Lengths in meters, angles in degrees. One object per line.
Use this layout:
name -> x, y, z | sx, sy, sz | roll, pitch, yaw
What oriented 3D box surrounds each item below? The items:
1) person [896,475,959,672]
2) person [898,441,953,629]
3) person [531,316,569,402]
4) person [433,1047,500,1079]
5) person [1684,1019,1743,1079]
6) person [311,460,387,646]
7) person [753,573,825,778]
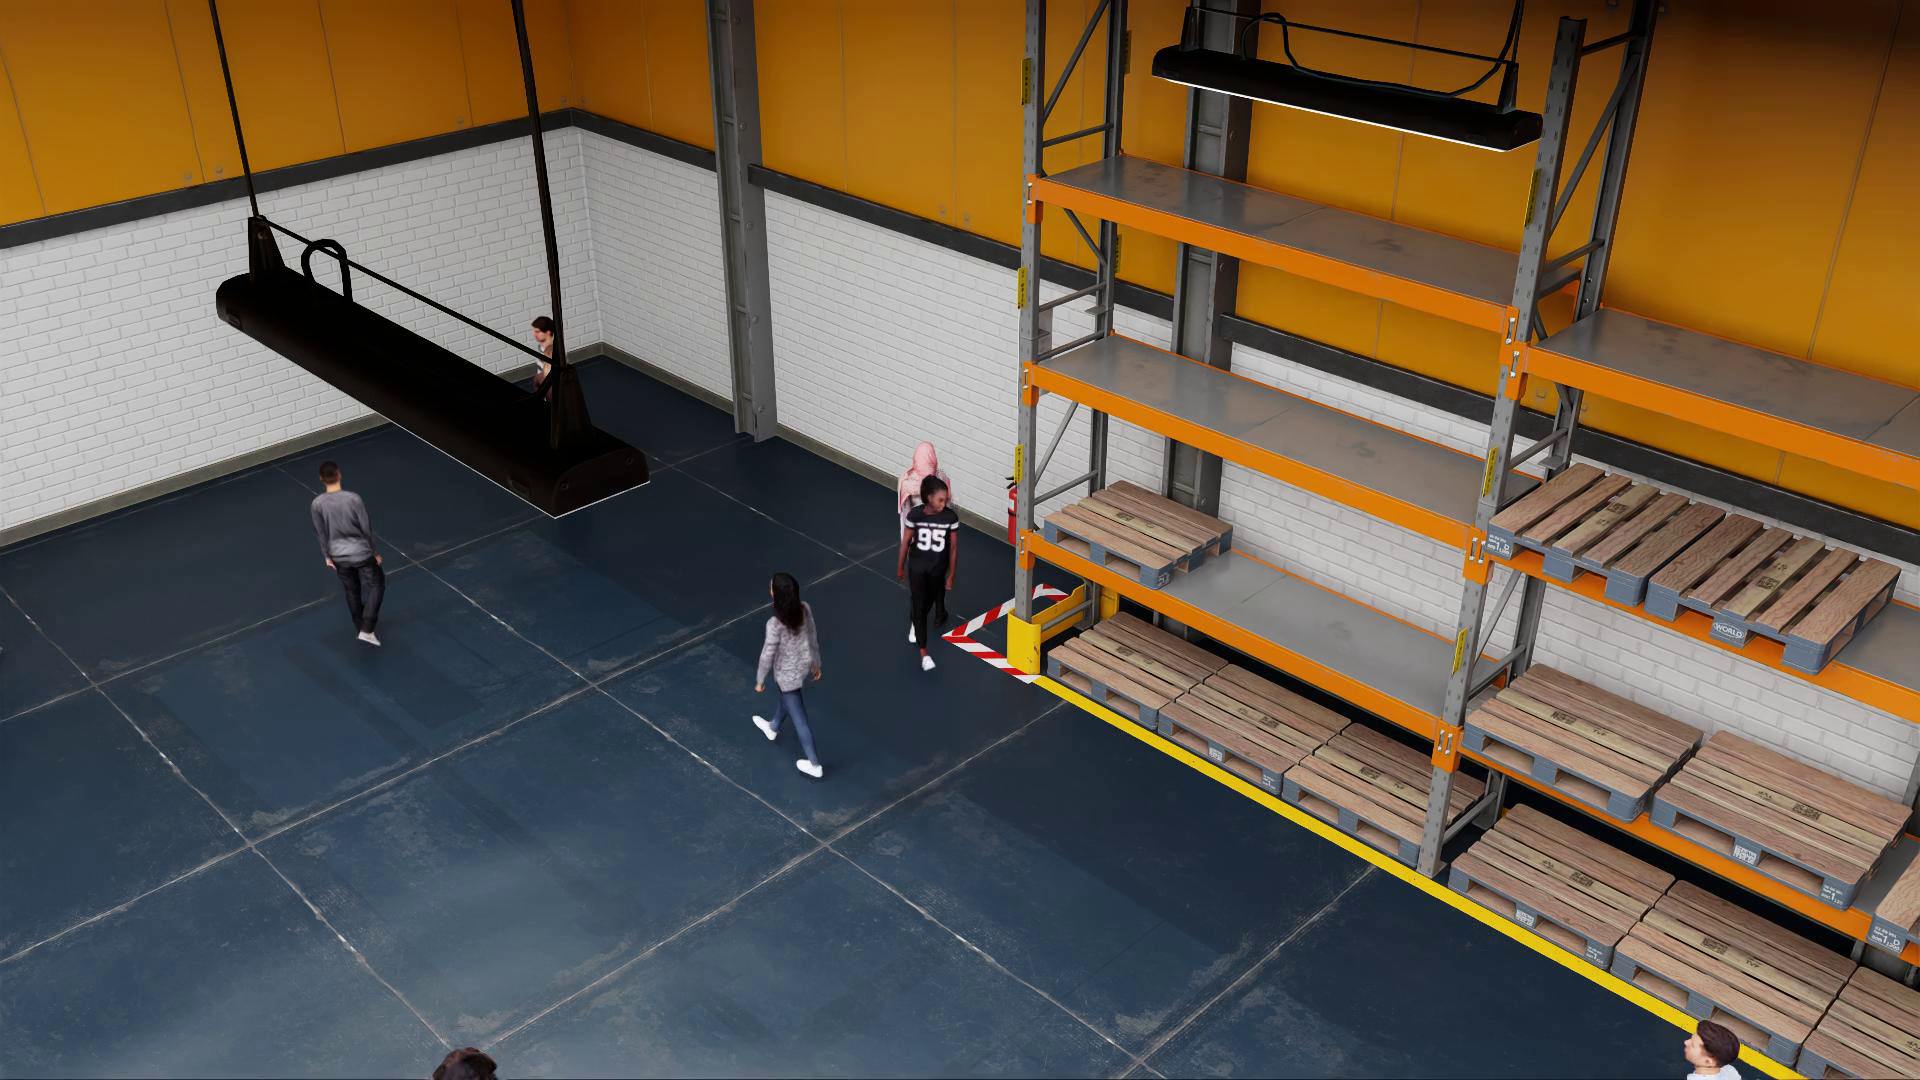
person -> -0.277, 0.208, 14.243 | 1.115, 1.697, 1.254 | -2, 29, -3
person -> -0.293, -0.043, 14.590 | 0.743, 1.804, 0.797 | -1, 29, -2
person -> -4.134, -1.439, 17.104 | 0.721, 1.847, 0.482 | -22, 35, -34
person -> -2.537, 3.237, 8.780 | 0.764, 1.609, 0.865 | -15, 32, -25
person -> 3.797, 3.253, 8.547 | 1.212, 1.804, 0.654 | 24, 37, 37
person -> -5.229, 0.148, 14.293 | 0.930, 1.753, 1.001 | -2, 29, -3
person -> -1.219, 1.064, 12.674 | 1.099, 1.696, 0.723 | 21, 35, 34
